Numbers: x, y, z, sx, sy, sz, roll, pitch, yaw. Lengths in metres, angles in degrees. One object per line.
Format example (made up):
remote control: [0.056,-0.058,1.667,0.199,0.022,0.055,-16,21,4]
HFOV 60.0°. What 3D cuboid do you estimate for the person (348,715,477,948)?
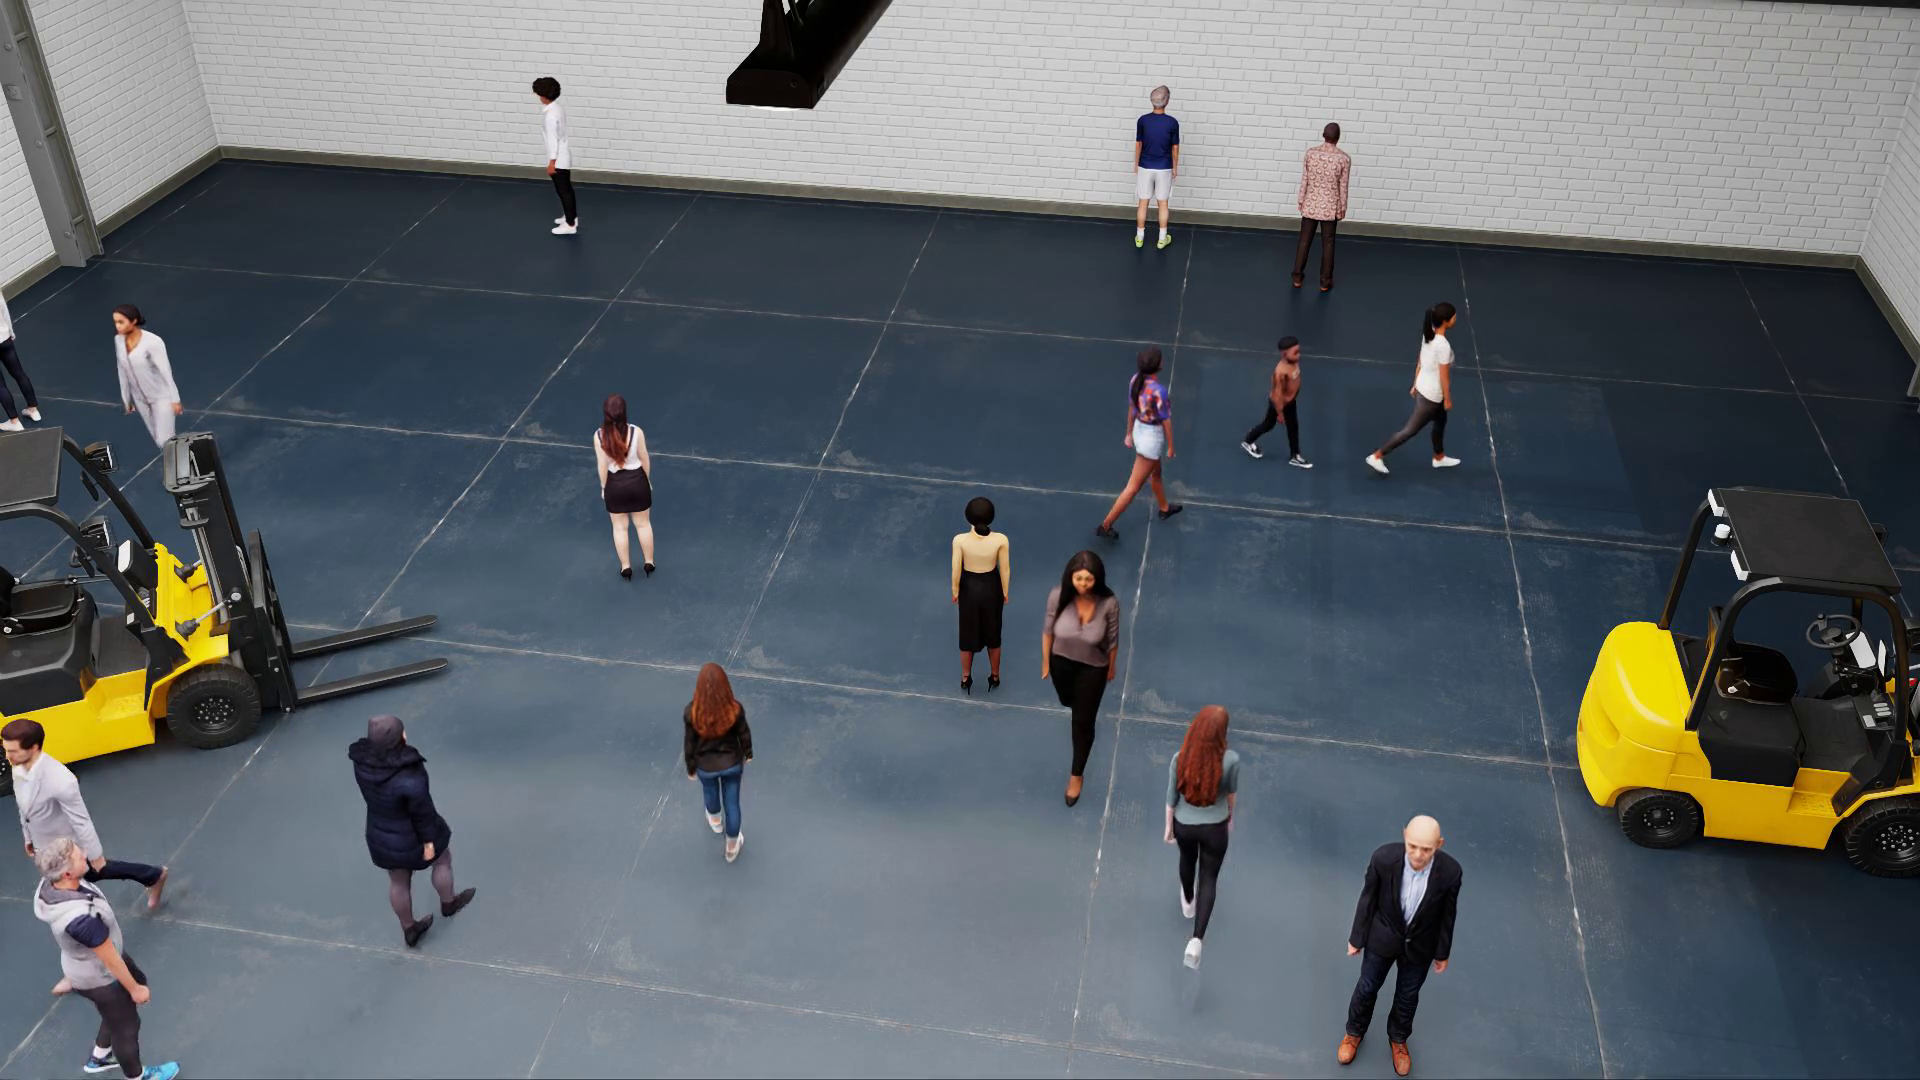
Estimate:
person: [-3.335,1.760,9.804,0.766,1.658,0.840,13,36,19]

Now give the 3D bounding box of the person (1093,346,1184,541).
person: [1.455,-0.743,13.532,1.174,1.699,1.149,-19,38,-27]

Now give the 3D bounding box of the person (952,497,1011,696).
person: [0.144,0.399,11.856,0.612,1.653,0.598,-2,34,-3]

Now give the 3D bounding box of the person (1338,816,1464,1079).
person: [2.405,2.175,9.053,0.699,1.798,0.577,8,34,12]

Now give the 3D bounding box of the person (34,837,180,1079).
person: [-4.644,2.330,8.804,0.891,1.816,0.840,-25,41,-32]

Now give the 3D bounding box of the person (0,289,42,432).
person: [-8.781,-1.794,15.113,0.718,1.700,0.560,12,36,18]

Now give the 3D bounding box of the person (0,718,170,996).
person: [-5.151,1.721,9.713,1.020,1.823,1.242,23,40,30]

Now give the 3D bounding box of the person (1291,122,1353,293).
person: [3.834,-3.528,17.629,0.740,1.801,0.687,14,36,21]

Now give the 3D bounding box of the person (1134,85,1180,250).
person: [2.179,-4.161,18.550,0.636,1.837,0.533,7,34,10]

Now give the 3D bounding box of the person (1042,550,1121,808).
person: [0.803,0.806,11.108,0.712,1.802,1.164,8,35,12]

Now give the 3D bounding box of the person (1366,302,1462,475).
person: [3.986,-1.260,14.392,0.794,1.607,1.106,-1,34,-2]

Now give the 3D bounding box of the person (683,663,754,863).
person: [-1.515,1.435,10.465,0.694,1.467,0.801,-4,34,-7]

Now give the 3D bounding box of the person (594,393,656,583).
person: [-2.625,-0.411,13.077,0.628,1.649,0.640,-10,35,-14]

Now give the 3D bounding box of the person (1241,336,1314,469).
person: [2.781,-1.235,14.694,0.843,1.233,0.924,22,40,30]

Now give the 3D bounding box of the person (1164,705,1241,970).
person: [1.409,1.753,9.759,0.576,1.718,1.066,4,34,6]

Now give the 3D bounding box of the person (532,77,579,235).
person: [-4.565,-4.379,18.903,0.728,1.809,0.553,0,34,-1]

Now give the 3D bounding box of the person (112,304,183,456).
person: [-6.877,-1.274,14.309,0.689,1.724,0.663,9,35,14]
